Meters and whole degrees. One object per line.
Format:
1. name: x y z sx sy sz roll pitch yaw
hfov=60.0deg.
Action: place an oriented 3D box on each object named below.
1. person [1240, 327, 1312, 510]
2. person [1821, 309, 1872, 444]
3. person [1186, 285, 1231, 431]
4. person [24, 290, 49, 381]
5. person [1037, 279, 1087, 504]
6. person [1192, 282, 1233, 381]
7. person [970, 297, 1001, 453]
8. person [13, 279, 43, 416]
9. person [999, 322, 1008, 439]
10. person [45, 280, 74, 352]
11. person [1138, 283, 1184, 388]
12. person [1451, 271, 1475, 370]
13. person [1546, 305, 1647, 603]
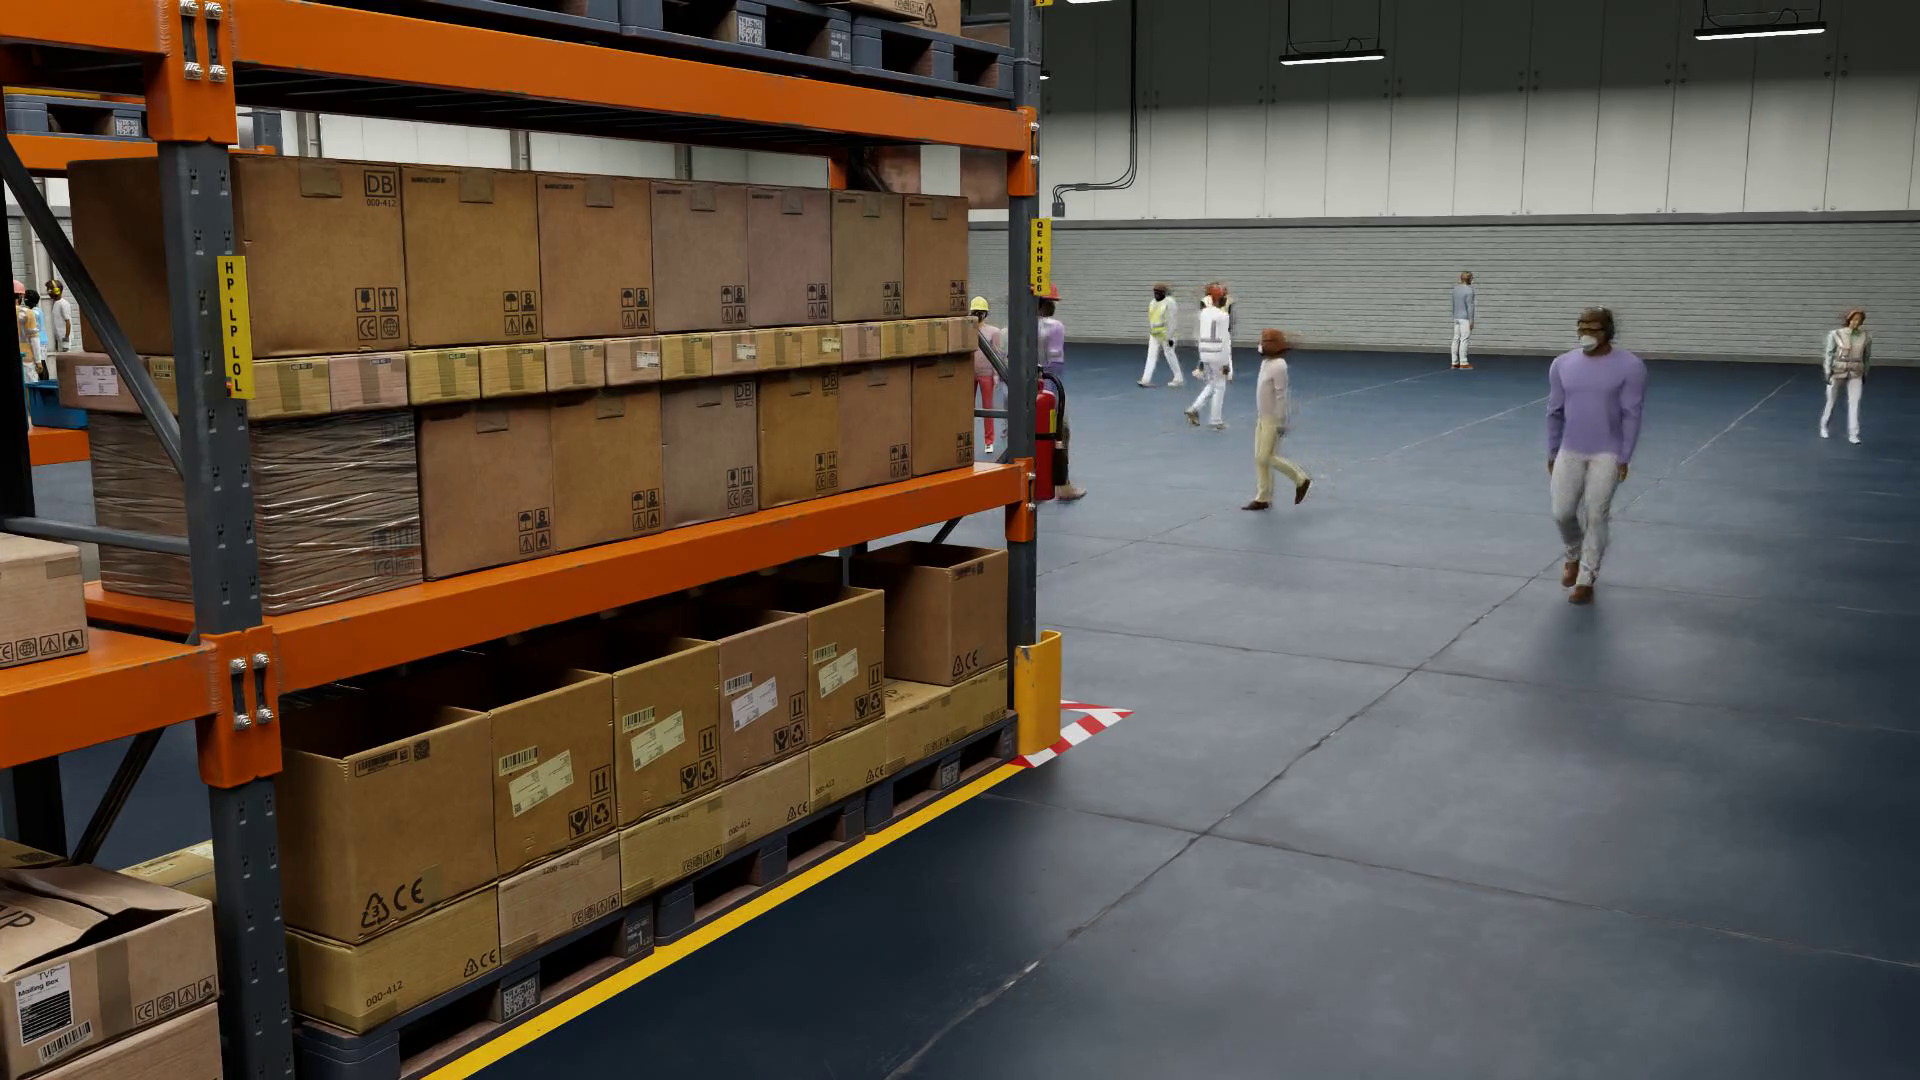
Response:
1. person: 2.764 -1.050 14.529 0.523 1.619 0.504 -1 10 -5
2. person: 10.682 -1.992 20.079 0.518 1.603 0.815 2 10 14
3. person: 3.204 -2.301 21.111 0.492 1.866 0.595 -4 11 -25
4. person: -14.690 -3.125 26.446 0.318 1.697 0.533 -3 10 -19
5. person: 0.816 -1.332 14.998 0.868 2.014 0.649 -9 13 -43
6. person: 4.564 -3.726 29.787 0.640 1.771 1.085 -3 10 -16
7. person: 0.206 -1.868 18.870 0.525 1.772 0.302 3 10 15
8. person: -11.685 -2.260 20.673 0.545 1.939 0.354 0 10 -1
9. person: 0.692 -2.036 20.292 0.494 1.606 0.638 1 10 7
10. person: -13.868 -3.077 25.673 0.327 1.865 0.517 -8 13 -40
11. person: 3.435 -3.466 28.226 0.956 1.782 0.682 -7 12 -35
12. person: 9.923 -4.325 32.757 0.363 1.939 0.636 -3 10 -18
13. person: 4.081 -0.552 10.742 0.627 1.921 0.502 7 12 37
